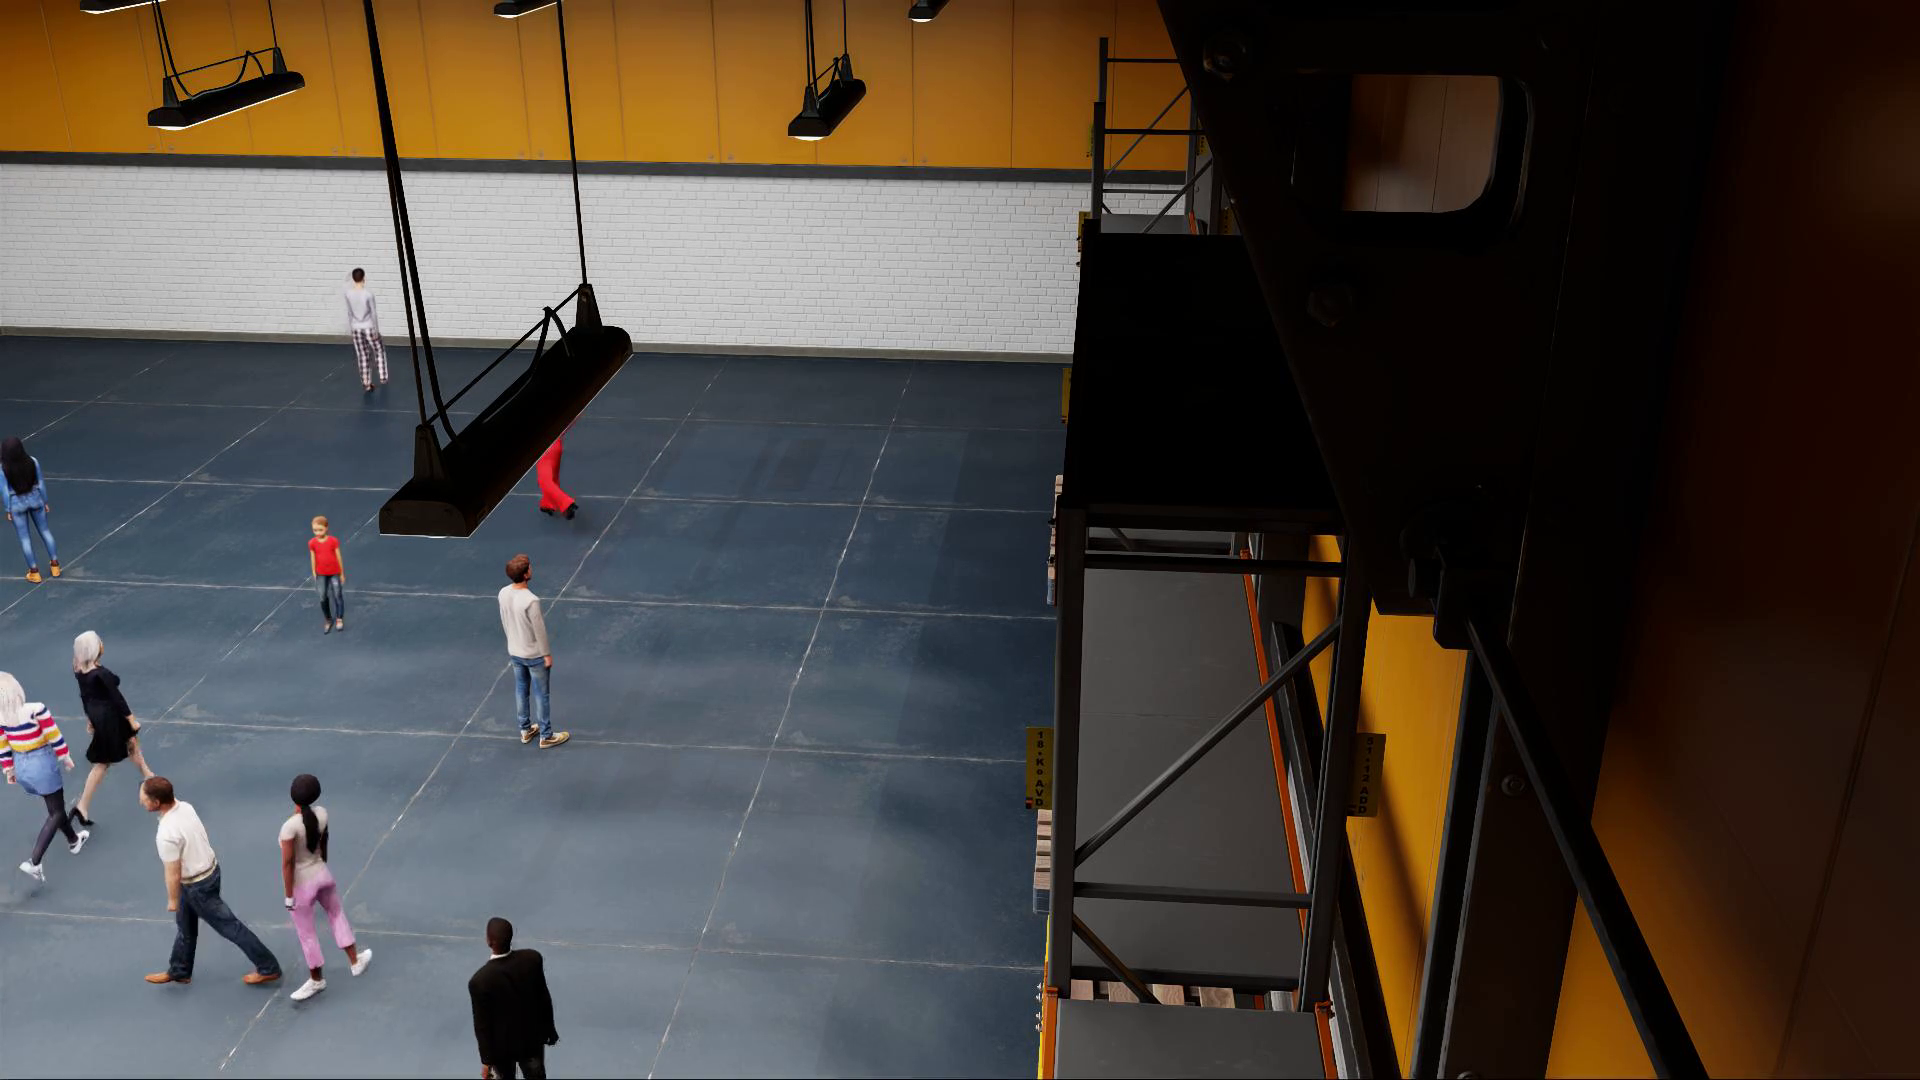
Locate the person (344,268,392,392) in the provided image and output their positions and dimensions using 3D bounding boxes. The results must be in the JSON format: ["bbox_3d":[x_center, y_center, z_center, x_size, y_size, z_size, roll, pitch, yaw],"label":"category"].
[{"bbox_3d":[-8.931,-3.125,24.864,0.682,1.834,0.837,-1,24,-2],"label":"person"}]

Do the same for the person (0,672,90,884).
[{"bbox_3d":[-7.485,1.917,13.416,0.669,1.765,1.055,3,24,6],"label":"person"}]

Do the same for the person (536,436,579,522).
[{"bbox_3d":[-4.970,-1.040,20.183,0.994,1.763,1.058,16,28,32],"label":"person"}]

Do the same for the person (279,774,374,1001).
[{"bbox_3d":[-4.729,2.535,12.056,0.917,1.721,0.667,3,24,6],"label":"person"}]

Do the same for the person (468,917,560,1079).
[{"bbox_3d":[-2.749,3.207,10.459,1.118,1.769,1.186,-19,30,-36],"label":"person"}]

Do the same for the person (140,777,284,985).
[{"bbox_3d":[-5.411,2.500,12.039,0.961,1.799,1.220,-3,24,-7],"label":"person"}]

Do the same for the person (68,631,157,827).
[{"bbox_3d":[-7.316,1.631,14.154,0.981,1.698,1.234,16,28,32],"label":"person"}]

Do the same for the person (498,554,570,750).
[{"bbox_3d":[-3.968,1.021,15.291,0.741,1.905,0.735,13,27,28],"label":"person"}]

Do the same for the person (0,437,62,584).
[{"bbox_3d":[-10.474,-0.358,18.687,0.733,1.713,0.650,21,31,40],"label":"person"}]

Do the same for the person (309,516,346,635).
[{"bbox_3d":[-6.672,0.327,17.633,0.540,1.301,0.588,-5,24,-11],"label":"person"}]
